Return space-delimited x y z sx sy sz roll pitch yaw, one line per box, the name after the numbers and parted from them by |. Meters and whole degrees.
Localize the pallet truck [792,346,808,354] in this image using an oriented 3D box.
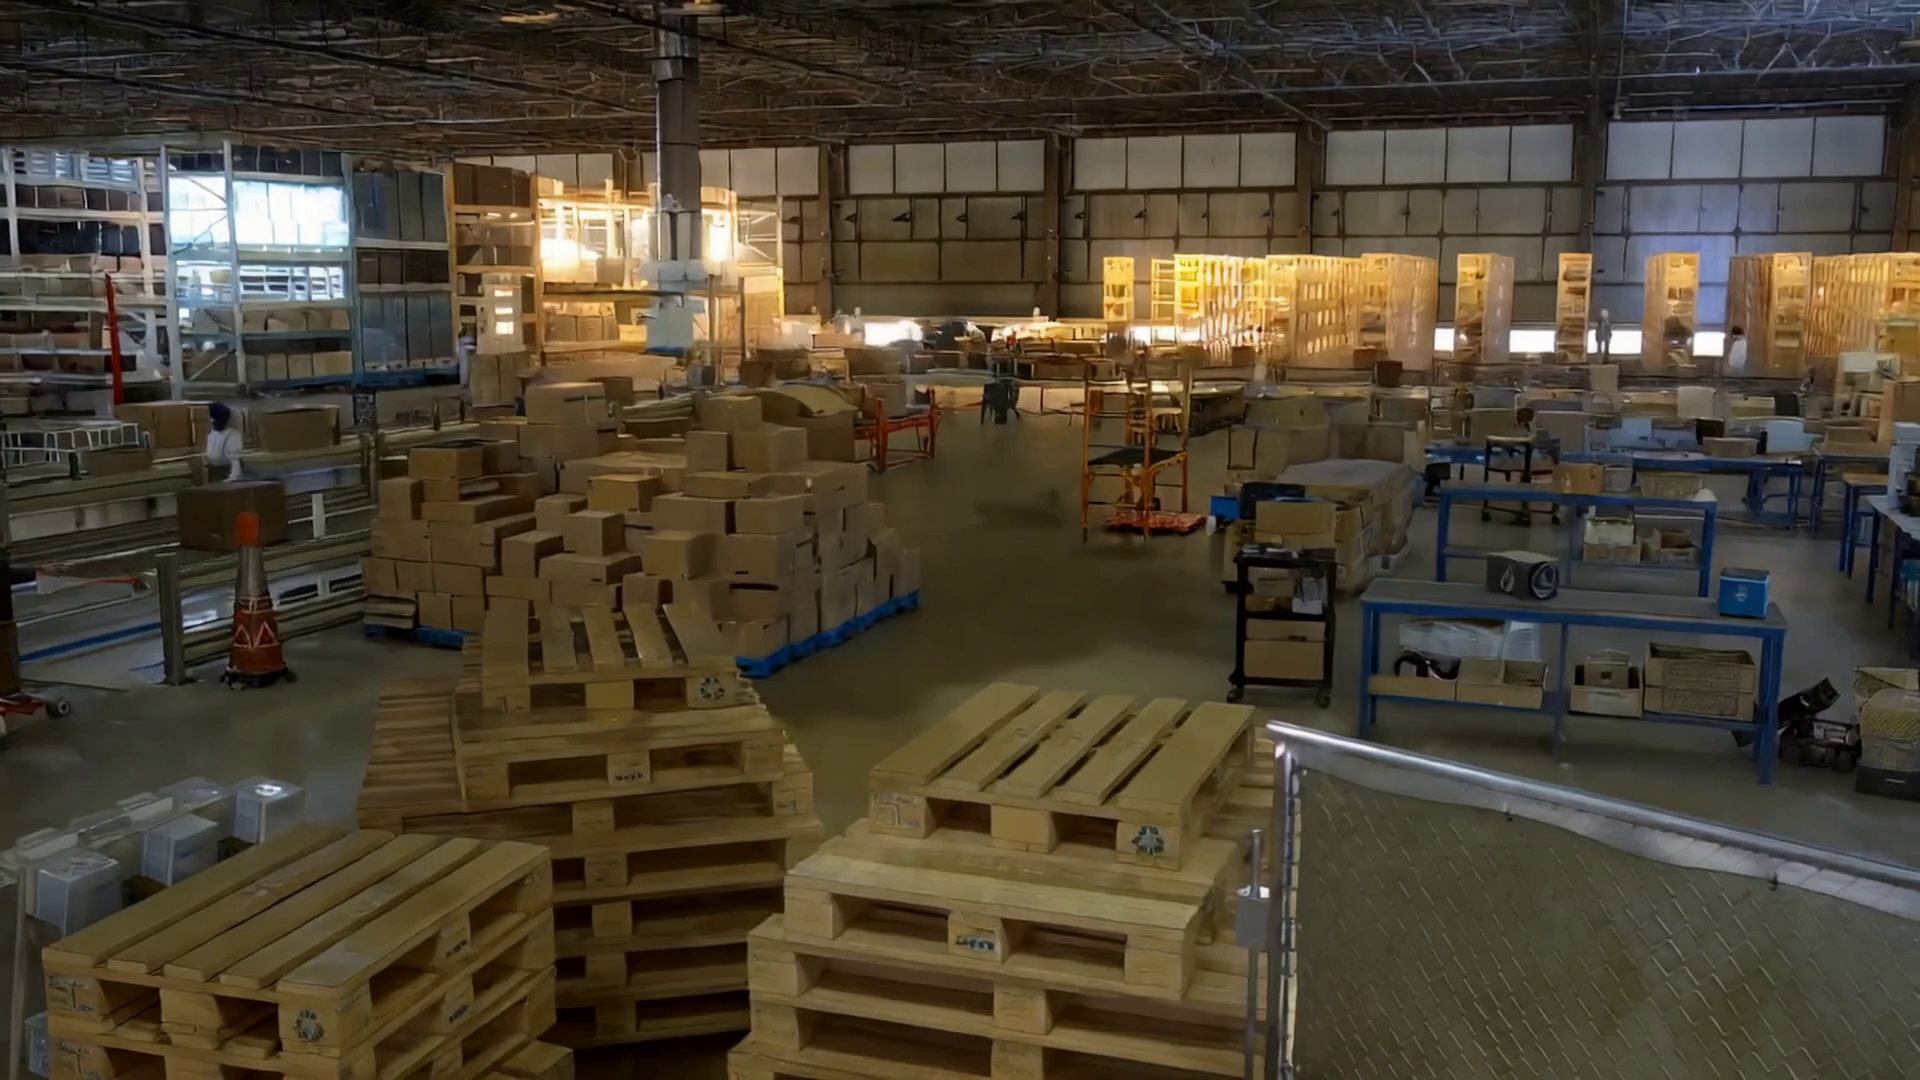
-3.705 -4.298 42.022 0.653 1.274 1.630 3 10 20 | pallet truck

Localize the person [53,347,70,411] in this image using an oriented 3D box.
-18.807 -3.293 34.716 0.479 1.621 0.511 3 10 18 | person

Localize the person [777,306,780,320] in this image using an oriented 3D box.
-7.319 -8.422 66.352 0.926 1.805 0.623 -1 9 -6 | person

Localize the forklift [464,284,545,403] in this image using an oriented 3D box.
-10.832 -4.702 39.610 1.129 2.768 1.873 3 10 20 | forklift

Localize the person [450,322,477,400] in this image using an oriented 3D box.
-12.071 -4.332 40.379 0.649 1.888 0.992 7 11 36 | person

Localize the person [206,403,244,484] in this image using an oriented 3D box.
-7.933 -0.661 18.061 0.534 1.662 0.844 5 10 27 | person

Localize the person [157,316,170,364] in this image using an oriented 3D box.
-24.446 -6.017 51.316 0.591 1.790 0.940 4 10 23 | person

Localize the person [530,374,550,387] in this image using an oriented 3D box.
-5.455 -1.324 21.978 0.527 1.742 0.779 4 10 26 | person

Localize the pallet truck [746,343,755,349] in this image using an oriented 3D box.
-6.183 -4.618 44.264 1.601 1.201 0.680 -9 12 -43 | pallet truck

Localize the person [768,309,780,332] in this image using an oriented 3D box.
-6.991 -7.776 62.407 0.530 1.768 0.312 6 11 32 | person

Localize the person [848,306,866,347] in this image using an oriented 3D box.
-3.588 -7.275 58.749 0.647 1.921 0.766 -7 11 -36 | person

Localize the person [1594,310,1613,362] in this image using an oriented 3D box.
22.442 -7.108 57.966 0.374 1.840 0.569 -8 12 -41 | person

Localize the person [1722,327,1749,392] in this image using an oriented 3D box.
18.662 -4.222 40.043 0.923 1.785 0.596 6 11 32 | person

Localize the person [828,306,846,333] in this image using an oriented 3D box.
-4.181 -6.958 56.584 0.642 1.982 0.510 -1 9 -9 | person
